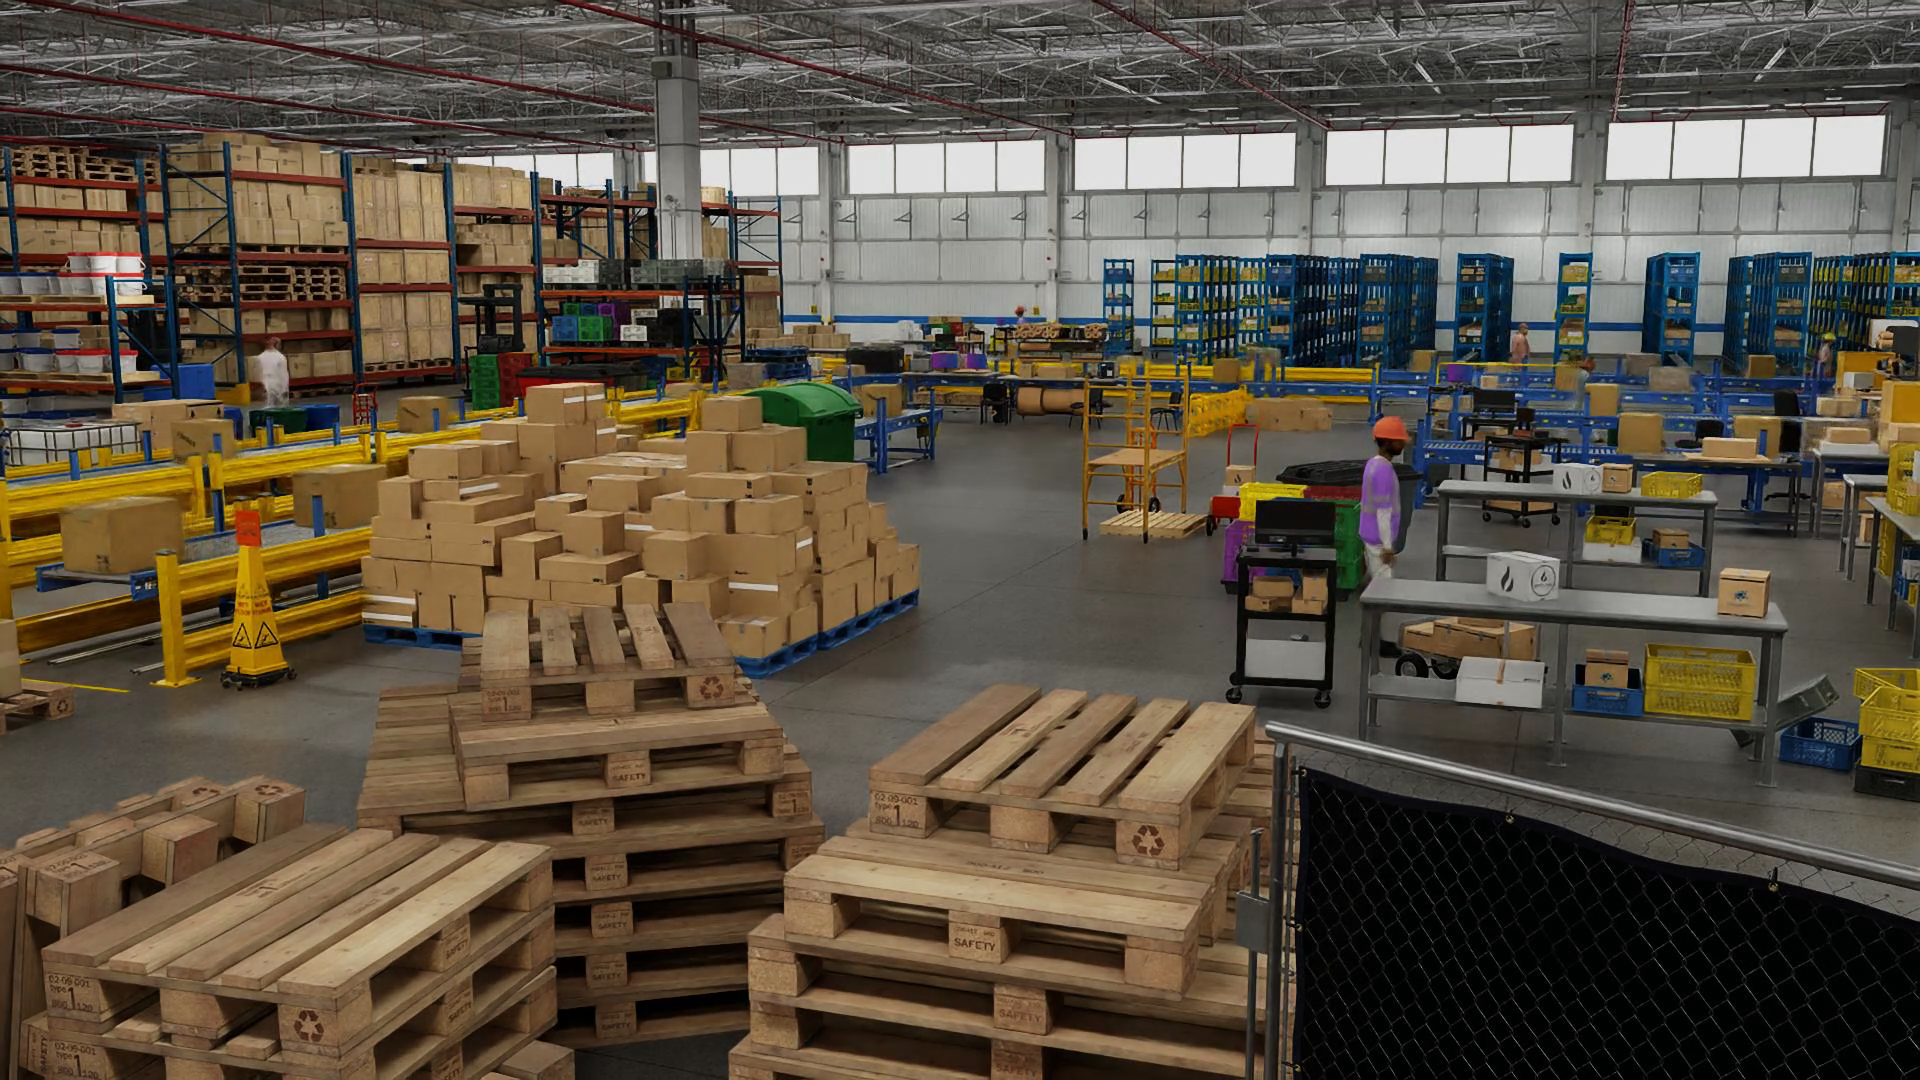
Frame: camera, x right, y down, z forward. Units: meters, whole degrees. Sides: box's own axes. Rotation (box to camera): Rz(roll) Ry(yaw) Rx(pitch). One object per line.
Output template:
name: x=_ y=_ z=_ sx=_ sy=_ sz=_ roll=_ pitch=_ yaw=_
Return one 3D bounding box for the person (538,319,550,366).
person: x=-12.263 y=-5.649 z=49.051 sx=0.308 sy=1.769 sz=0.524 roll=-5 pitch=10 yaw=-27

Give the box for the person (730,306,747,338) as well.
person: x=-7.913 y=-7.419 z=59.614 sx=0.657 sy=1.938 sz=0.450 roll=3 pitch=10 yaw=19

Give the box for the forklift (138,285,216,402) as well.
forklift: x=-17.480 y=-4.200 z=36.461 sx=1.873 sy=2.768 sz=1.129 roll=3 pitch=10 yaw=19

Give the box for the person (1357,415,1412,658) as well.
person: x=3.379 y=-0.032 z=13.254 sx=0.378 sy=1.934 sz=0.550 roll=1 pitch=9 yaw=8

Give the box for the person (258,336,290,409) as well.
person: x=-12.856 y=-2.875 z=31.222 sx=0.662 sy=1.891 sz=0.642 roll=3 pitch=10 yaw=20

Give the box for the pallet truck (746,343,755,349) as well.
pallet truck: x=-6.183 y=-4.618 z=44.264 sx=1.601 sy=1.201 sz=0.680 roll=-9 pitch=12 yaw=-43

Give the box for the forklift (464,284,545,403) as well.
forklift: x=-10.832 y=-4.702 z=39.610 sx=1.129 sy=2.768 sz=1.873 roll=3 pitch=10 yaw=20

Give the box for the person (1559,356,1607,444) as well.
person: x=11.212 y=-2.510 z=29.904 sx=0.871 sy=1.580 sz=0.516 roll=1 pitch=9 yaw=9

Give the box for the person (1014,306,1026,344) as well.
person: x=1.948 y=-6.615 z=54.269 sx=0.437 sy=2.028 sz=0.641 roll=1 pitch=9 yaw=5

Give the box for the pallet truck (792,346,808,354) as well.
pallet truck: x=-3.705 y=-4.298 z=42.022 sx=0.653 sy=1.274 sz=1.630 roll=3 pitch=10 yaw=20

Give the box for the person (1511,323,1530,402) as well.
person: x=13.400 y=-4.233 z=39.727 sx=0.401 sy=1.904 sz=0.646 roll=0 pitch=9 yaw=1

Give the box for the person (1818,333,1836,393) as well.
person: x=19.332 y=-3.767 z=37.257 sx=0.531 sy=1.751 sz=0.539 roll=6 pitch=11 yaw=35

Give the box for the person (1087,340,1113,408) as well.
person: x=3.114 y=-3.920 z=38.084 sx=0.766 sy=1.804 sz=0.610 roll=1 pitch=9 yaw=5
